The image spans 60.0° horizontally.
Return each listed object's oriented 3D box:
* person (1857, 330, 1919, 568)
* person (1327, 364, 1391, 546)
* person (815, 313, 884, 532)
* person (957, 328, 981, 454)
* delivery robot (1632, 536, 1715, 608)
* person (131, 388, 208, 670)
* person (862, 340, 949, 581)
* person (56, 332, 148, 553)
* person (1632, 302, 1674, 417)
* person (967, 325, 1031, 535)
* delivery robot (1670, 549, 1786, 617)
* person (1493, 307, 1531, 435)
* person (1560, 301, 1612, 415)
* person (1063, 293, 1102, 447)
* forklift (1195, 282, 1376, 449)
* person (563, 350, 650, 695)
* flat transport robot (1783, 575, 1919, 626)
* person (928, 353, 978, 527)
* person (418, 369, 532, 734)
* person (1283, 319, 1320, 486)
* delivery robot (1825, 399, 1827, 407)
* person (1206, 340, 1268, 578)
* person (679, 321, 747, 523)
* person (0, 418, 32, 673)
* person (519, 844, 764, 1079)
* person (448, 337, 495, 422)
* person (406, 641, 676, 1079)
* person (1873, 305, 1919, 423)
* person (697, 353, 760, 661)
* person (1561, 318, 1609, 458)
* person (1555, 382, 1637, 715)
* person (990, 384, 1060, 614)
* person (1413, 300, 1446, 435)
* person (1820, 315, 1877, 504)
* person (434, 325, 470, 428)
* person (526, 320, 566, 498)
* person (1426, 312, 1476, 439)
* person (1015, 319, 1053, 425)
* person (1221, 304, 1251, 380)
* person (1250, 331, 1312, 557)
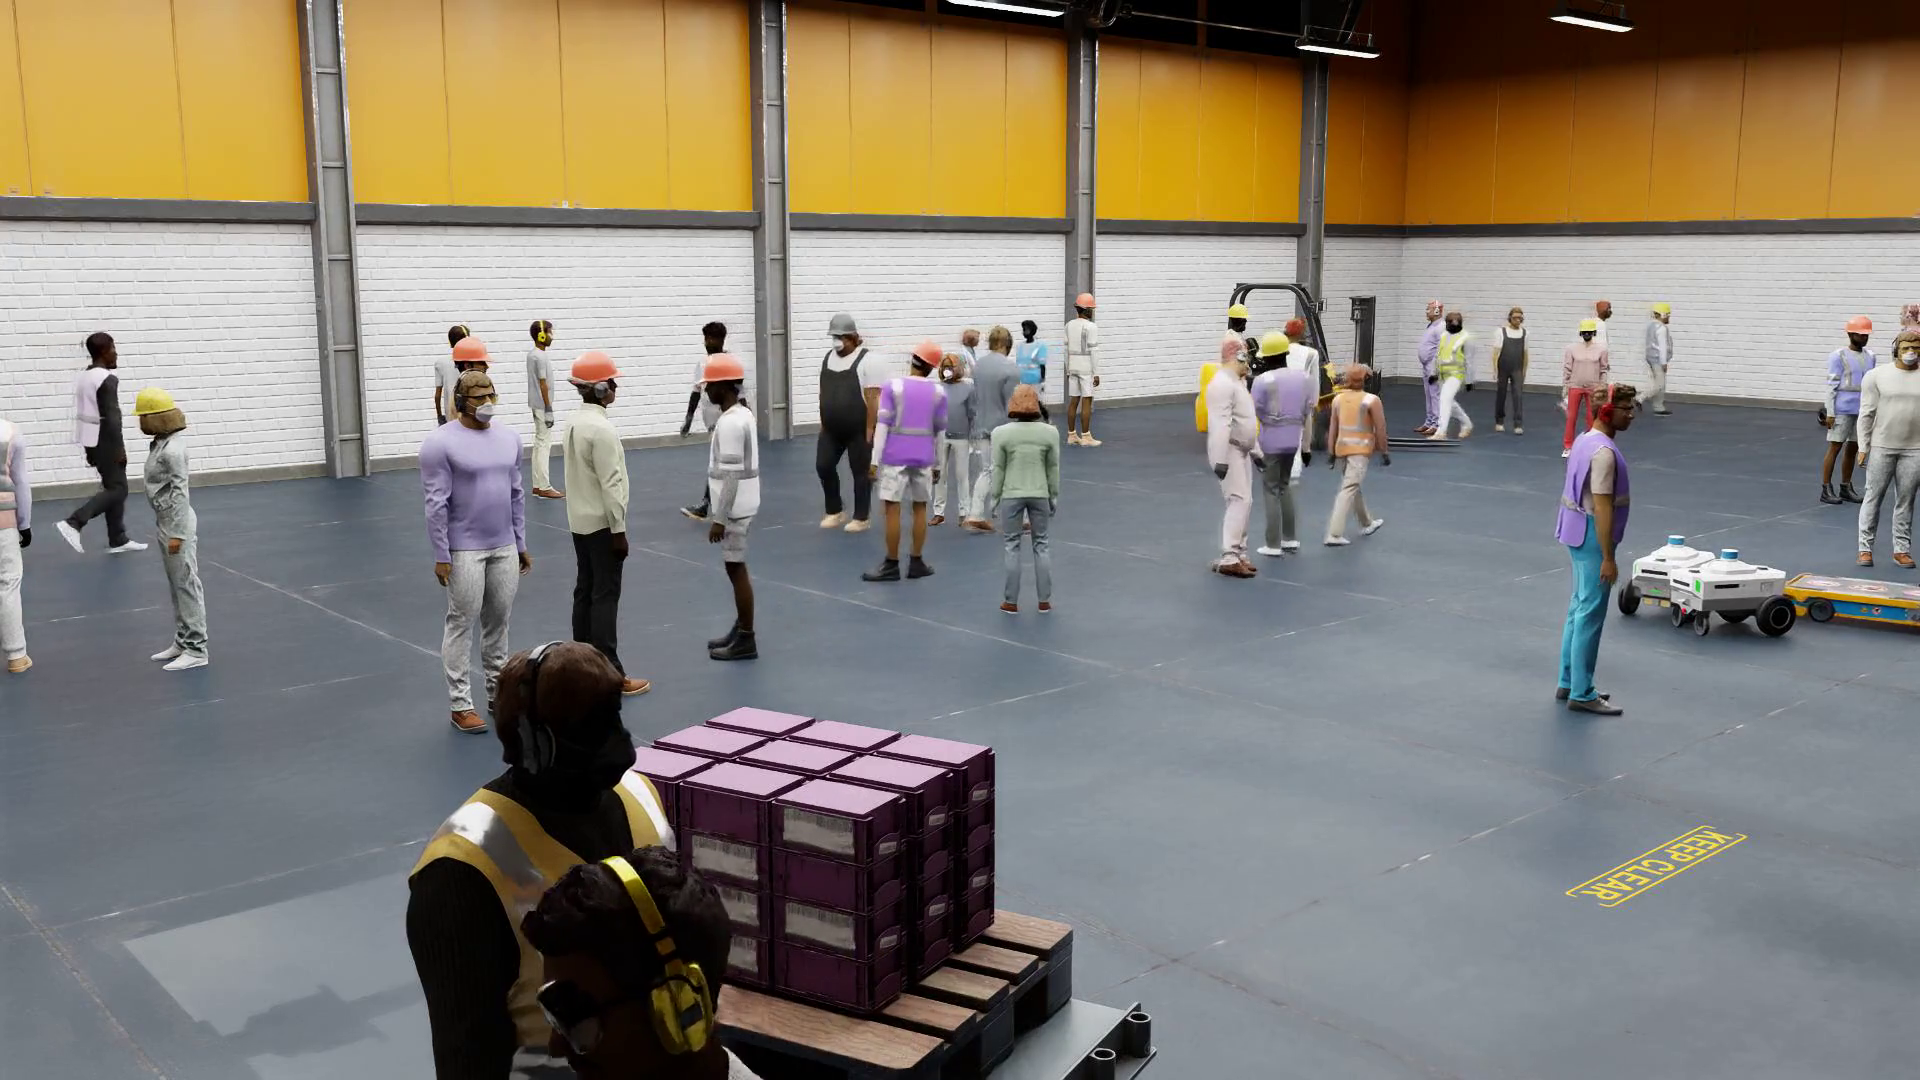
[{"bbox_3d":[7.648,-0.738,13.558,0.627,1.940,0.372,3,10,15],"label":"person"},{"bbox_3d":[3.536,-0.756,14.705,0.894,1.582,0.510,-7,12,-35],"label":"person"},{"bbox_3d":[-1.032,-1.075,15.231,0.697,2.000,0.544,5,11,27],"label":"person"},{"bbox_3d":[0.005,-1.920,21.415,0.566,1.617,0.535,3,10,19],"label":"person"},{"bbox_3d":[5.053,0.213,11.765,0.477,0.478,0.707,9,14,44],"label":"delivery robot"},{"bbox_3d":[-4.871,-0.069,10.235,0.311,1.736,0.483,-7,12,-34],"label":"person"},{"bbox_3d":[-0.450,-0.610,13.028,0.739,1.884,0.312,-4,10,-20],"label":"person"},{"bbox_3d":[-7.293,-0.802,14.038,0.648,1.901,0.610,-9,13,-43],"label":"person"},{"bbox_3d":[10.961,-2.838,26.201,0.599,1.817,0.608,2,10,10],"label":"person"},{"bbox_3d":[0.333,-0.995,15.149,0.666,1.907,0.646,-8,13,-39],"label":"person"},{"bbox_3d":[5.174,0.306,11.221,0.707,0.478,0.477,-2,10,-11],"label":"delivery robot"},{"bbox_3d":[7.883,-2.424,23.803,0.518,1.833,0.659,2,10,9],"label":"person"},{"bbox_3d":[9.909,-2.813,25.987,0.891,1.851,0.575,3,10,17],"label":"person"},{"bbox_3d":[1.651,-2.257,22.146,0.376,2.041,0.615,-7,12,-37],"label":"person"},{"bbox_3d":[4.328,-2.346,22.227,2.313,2.155,1.214,3,10,16],"label":"forklift"},{"bbox_3d":[-2.081,-0.095,9.623,0.375,1.997,0.611,-7,12,-34],"label":"person"},{"bbox_3d":[6.403,0.435,11.564,1.431,0.197,0.652,7,12,37],"label":"flat transport robot"},{"bbox_3d":[-0.081,-0.936,15.606,0.508,1.632,0.265,2,10,14],"label":"person"},{"bbox_3d":[-2.575,0.051,8.943,0.372,1.940,0.631,7,12,35],"label":"person"},{"bbox_3d":[3.716,-1.545,18.597,0.603,1.827,1.007,0,10,3],"label":"person"},{"bbox_3d":[13.138,-1.989,24.630,0.477,0.478,0.707,0,9,-1],"label":"delivery robot"},{"bbox_3d":[2.188,-0.651,13.291,0.466,1.865,0.753,4,11,24],"label":"person"},{"bbox_3d":[-2.356,-1.141,16.004,0.625,1.908,1.021,9,13,42],"label":"person"},{"bbox_3d":[-5.949,-0.084,10.045,0.626,1.836,0.428,-4,11,-24],"label":"person"},{"bbox_3d":[-0.310,1.273,2.080,0.634,1.834,0.679,-8,13,-41],"label":"person"},{"bbox_3d":[-3.620,-0.542,12.414,0.354,1.939,0.544,-3,10,-17],"label":"person"},{"bbox_3d":[-0.712,1.093,3.120,0.429,1.846,0.625,4,10,21],"label":"person"},{"bbox_3d":[13.241,-2.357,23.298,0.646,1.853,1.008,-7,12,-36],"label":"person"},{"bbox_3d":[-1.448,-0.206,10.450,0.373,1.934,0.552,0,10,-2],"label":"person"},{"bbox_3d":[7.822,-1.893,20.830,0.533,1.767,0.327,3,10,17],"label":"person"},{"bbox_3d":[3.540,0.041,9.285,0.398,1.842,0.587,2,10,11],"label":"person"},{"bbox_3d":[0.460,-0.285,11.800,0.503,1.632,0.266,-2,10,-10],"label":"person"},{"bbox_3d":[6.730,-2.455,23.710,0.407,1.908,0.641,0,10,1],"label":"person"},{"bbox_3d":[9.122,-1.327,17.011,0.552,1.935,0.368,-3,10,-16],"label":"person"},{"bbox_3d":[-4.858,-1.158,16.234,0.518,1.865,0.323,1,10,8],"label":"person"},{"bbox_3d":[-4.362,-1.370,17.464,0.328,1.872,0.511,-5,11,-27],"label":"person"},{"bbox_3d":[6.798,-2.254,22.899,0.898,1.780,0.614,-3,10,-19],"label":"person"},{"bbox_3d":[1.004,-2.209,22.932,0.536,1.672,0.677,7,12,36],"label":"person"},{"bbox_3d":[3.521,-2.050,21.274,0.366,1.927,0.588,4,11,23],"label":"person"},{"bbox_3d":[2.631,-0.802,14.037,0.625,1.907,0.508,-6,11,-32],"label":"person"}]
